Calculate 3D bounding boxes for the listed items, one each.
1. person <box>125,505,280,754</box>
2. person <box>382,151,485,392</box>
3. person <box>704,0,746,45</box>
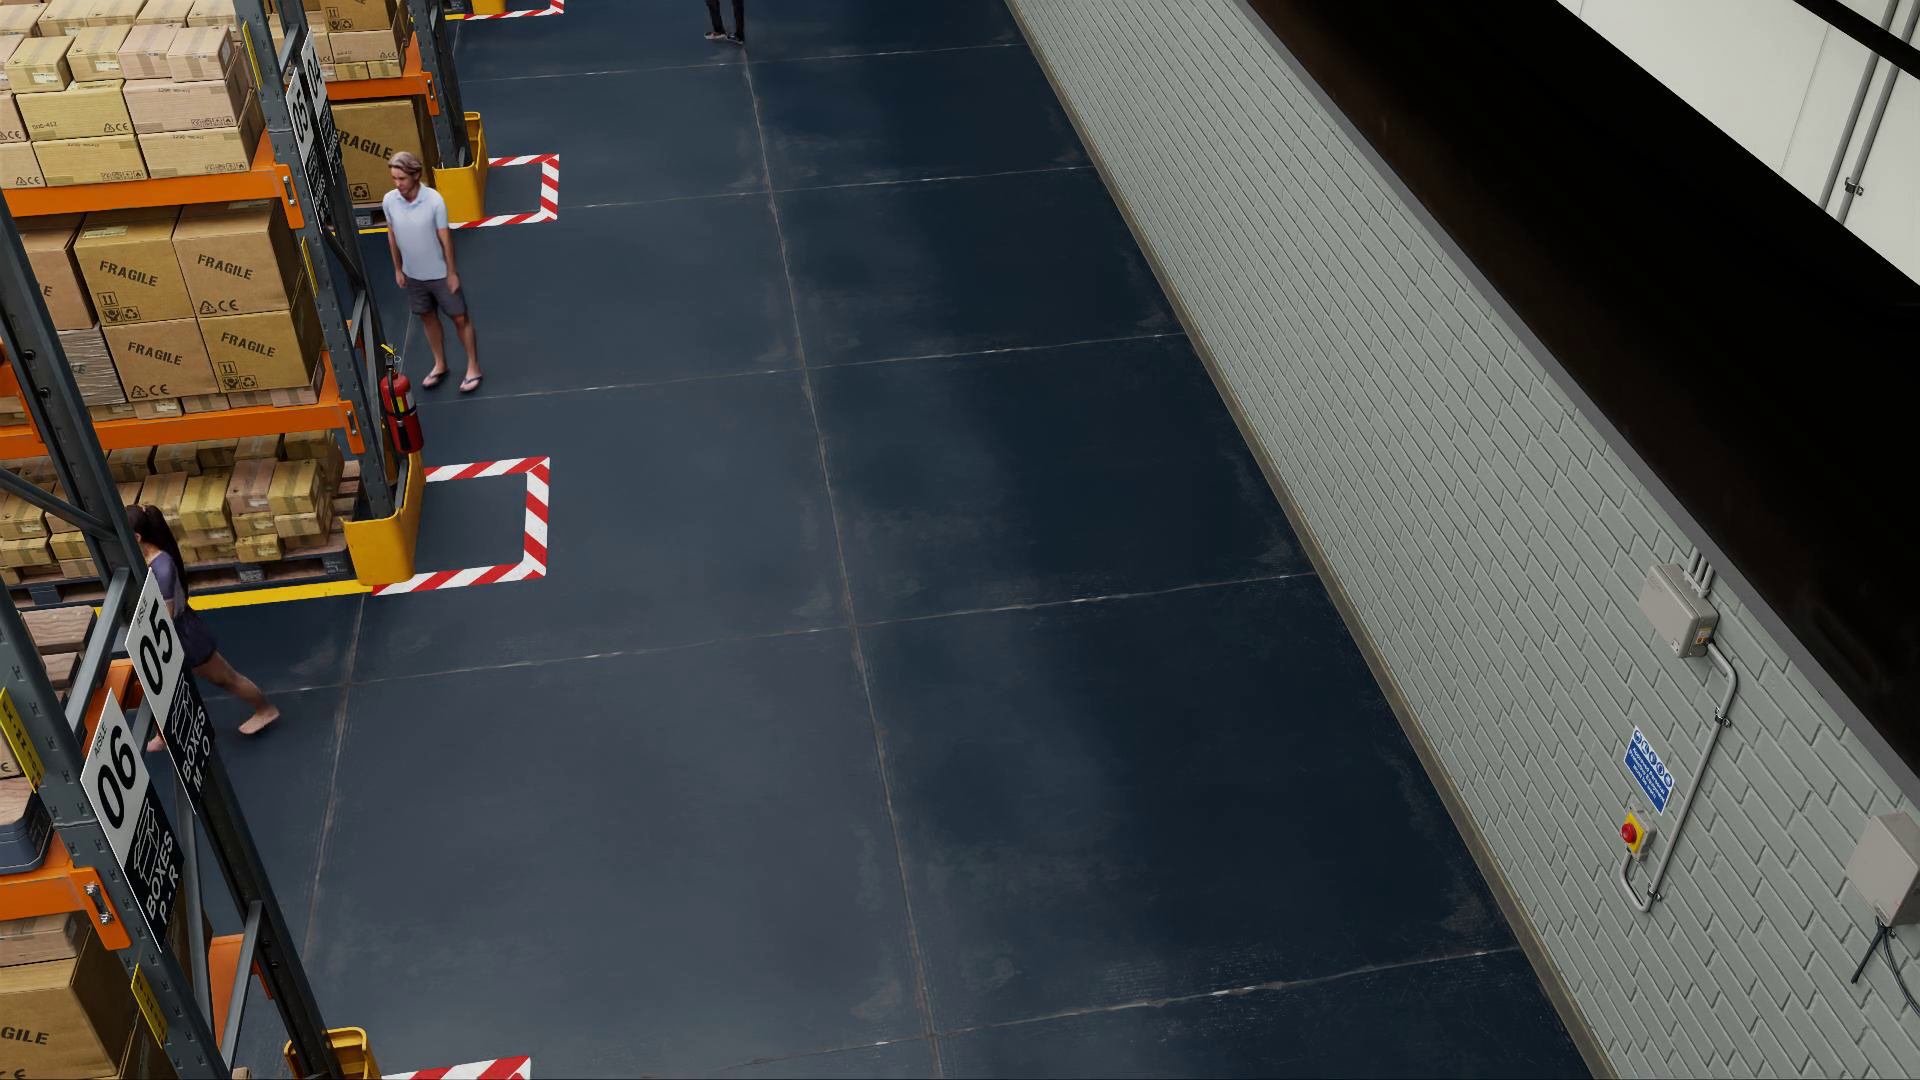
[{"bbox_3d":[-4.102,0.482,8.953,1.109,1.609,0.898,-25,44,-28],"label":"person"},{"bbox_3d":[-3.760,-1.922,11.846,0.601,1.831,0.764,6,38,7],"label":"person"},{"bbox_3d":[-2.359,-5.982,17.044,0.879,1.819,0.815,30,47,32],"label":"person"}]
